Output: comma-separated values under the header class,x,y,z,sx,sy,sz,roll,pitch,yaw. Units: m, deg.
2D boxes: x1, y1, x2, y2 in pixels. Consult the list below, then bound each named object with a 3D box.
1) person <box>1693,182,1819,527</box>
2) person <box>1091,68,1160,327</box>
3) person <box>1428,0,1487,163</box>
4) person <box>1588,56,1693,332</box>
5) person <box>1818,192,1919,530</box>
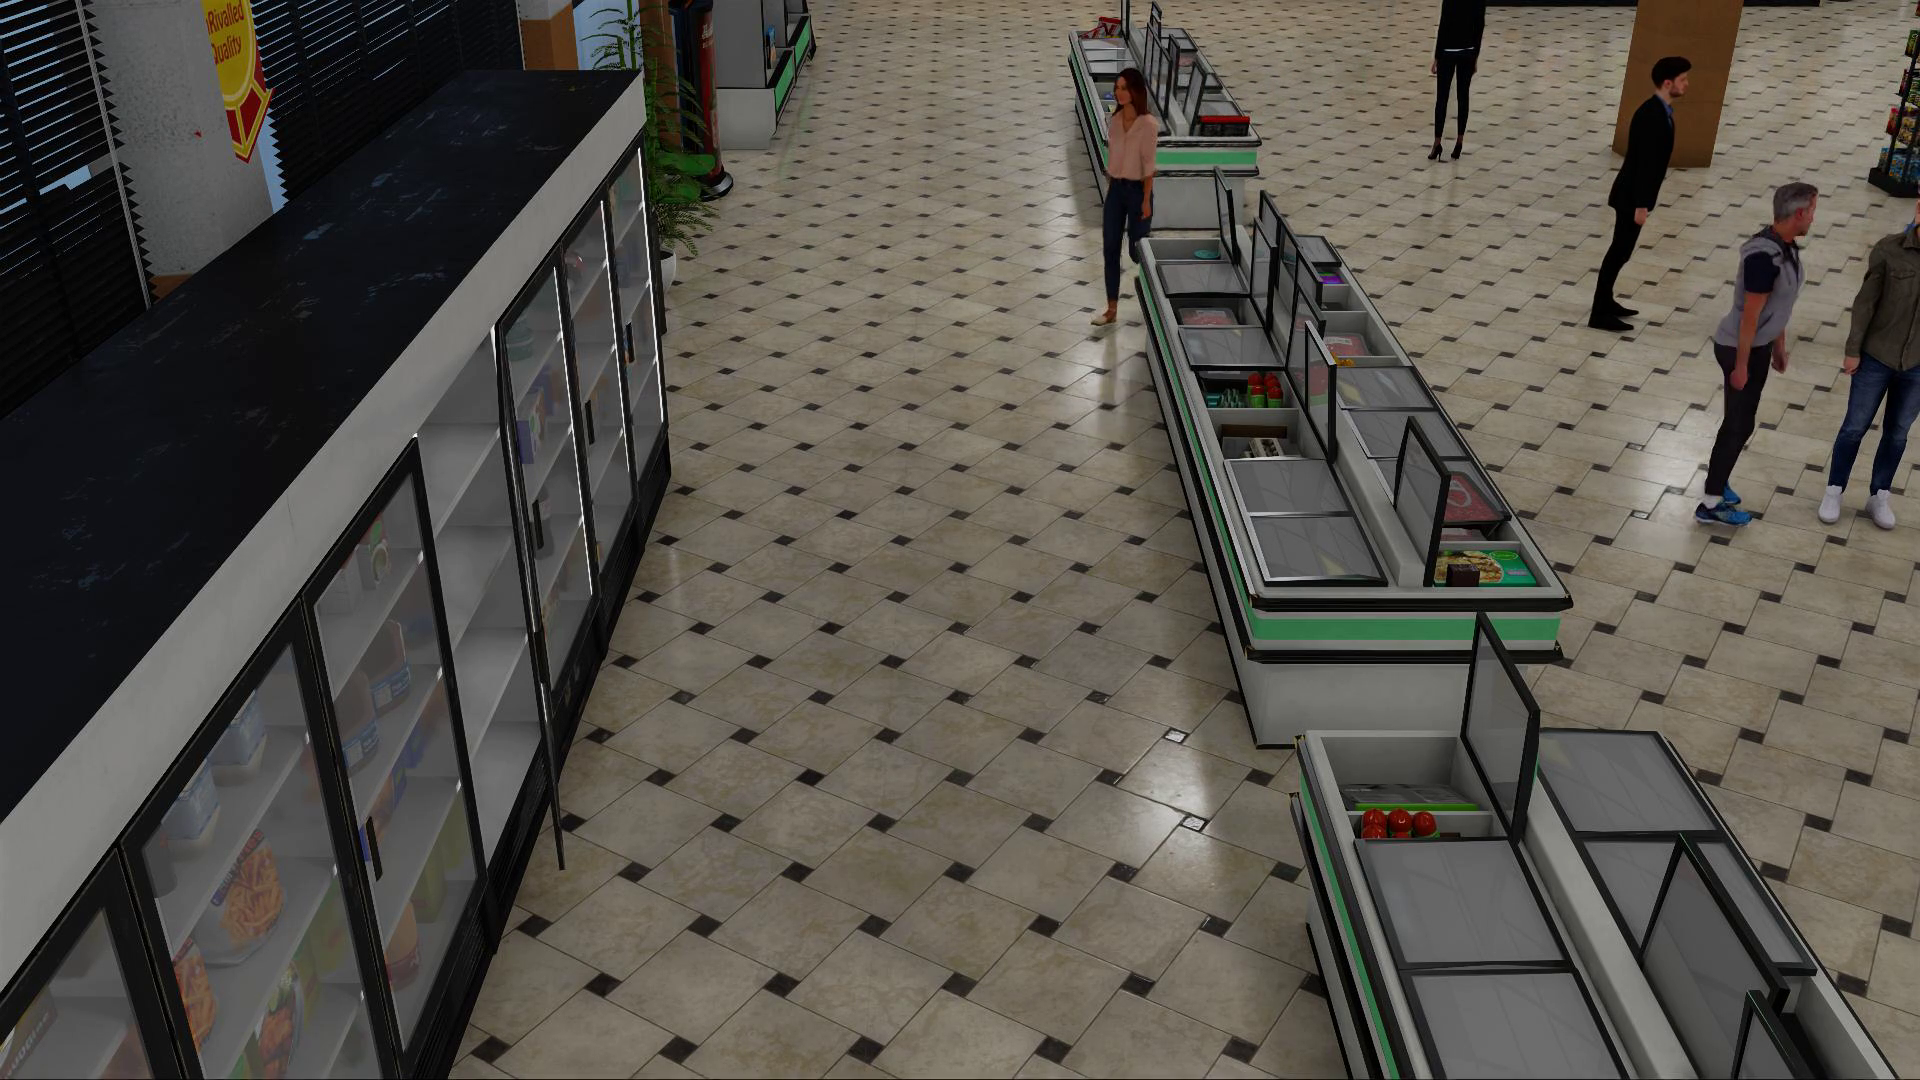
class,x,y,z,sx,sy,sz,roll,pitch,yaw
person,4.204,-1.034,8.942,0.853,1.802,0.952,-22,34,-36
person,1.246,-2.400,11.670,0.964,1.772,1.067,21,34,36
person,4.723,-4.539,15.818,0.604,1.834,0.528,-2,27,-4
person,4.691,-2.404,11.558,0.848,1.881,0.703,11,29,21
person,4.943,-0.982,8.770,0.763,1.865,0.693,7,28,14
